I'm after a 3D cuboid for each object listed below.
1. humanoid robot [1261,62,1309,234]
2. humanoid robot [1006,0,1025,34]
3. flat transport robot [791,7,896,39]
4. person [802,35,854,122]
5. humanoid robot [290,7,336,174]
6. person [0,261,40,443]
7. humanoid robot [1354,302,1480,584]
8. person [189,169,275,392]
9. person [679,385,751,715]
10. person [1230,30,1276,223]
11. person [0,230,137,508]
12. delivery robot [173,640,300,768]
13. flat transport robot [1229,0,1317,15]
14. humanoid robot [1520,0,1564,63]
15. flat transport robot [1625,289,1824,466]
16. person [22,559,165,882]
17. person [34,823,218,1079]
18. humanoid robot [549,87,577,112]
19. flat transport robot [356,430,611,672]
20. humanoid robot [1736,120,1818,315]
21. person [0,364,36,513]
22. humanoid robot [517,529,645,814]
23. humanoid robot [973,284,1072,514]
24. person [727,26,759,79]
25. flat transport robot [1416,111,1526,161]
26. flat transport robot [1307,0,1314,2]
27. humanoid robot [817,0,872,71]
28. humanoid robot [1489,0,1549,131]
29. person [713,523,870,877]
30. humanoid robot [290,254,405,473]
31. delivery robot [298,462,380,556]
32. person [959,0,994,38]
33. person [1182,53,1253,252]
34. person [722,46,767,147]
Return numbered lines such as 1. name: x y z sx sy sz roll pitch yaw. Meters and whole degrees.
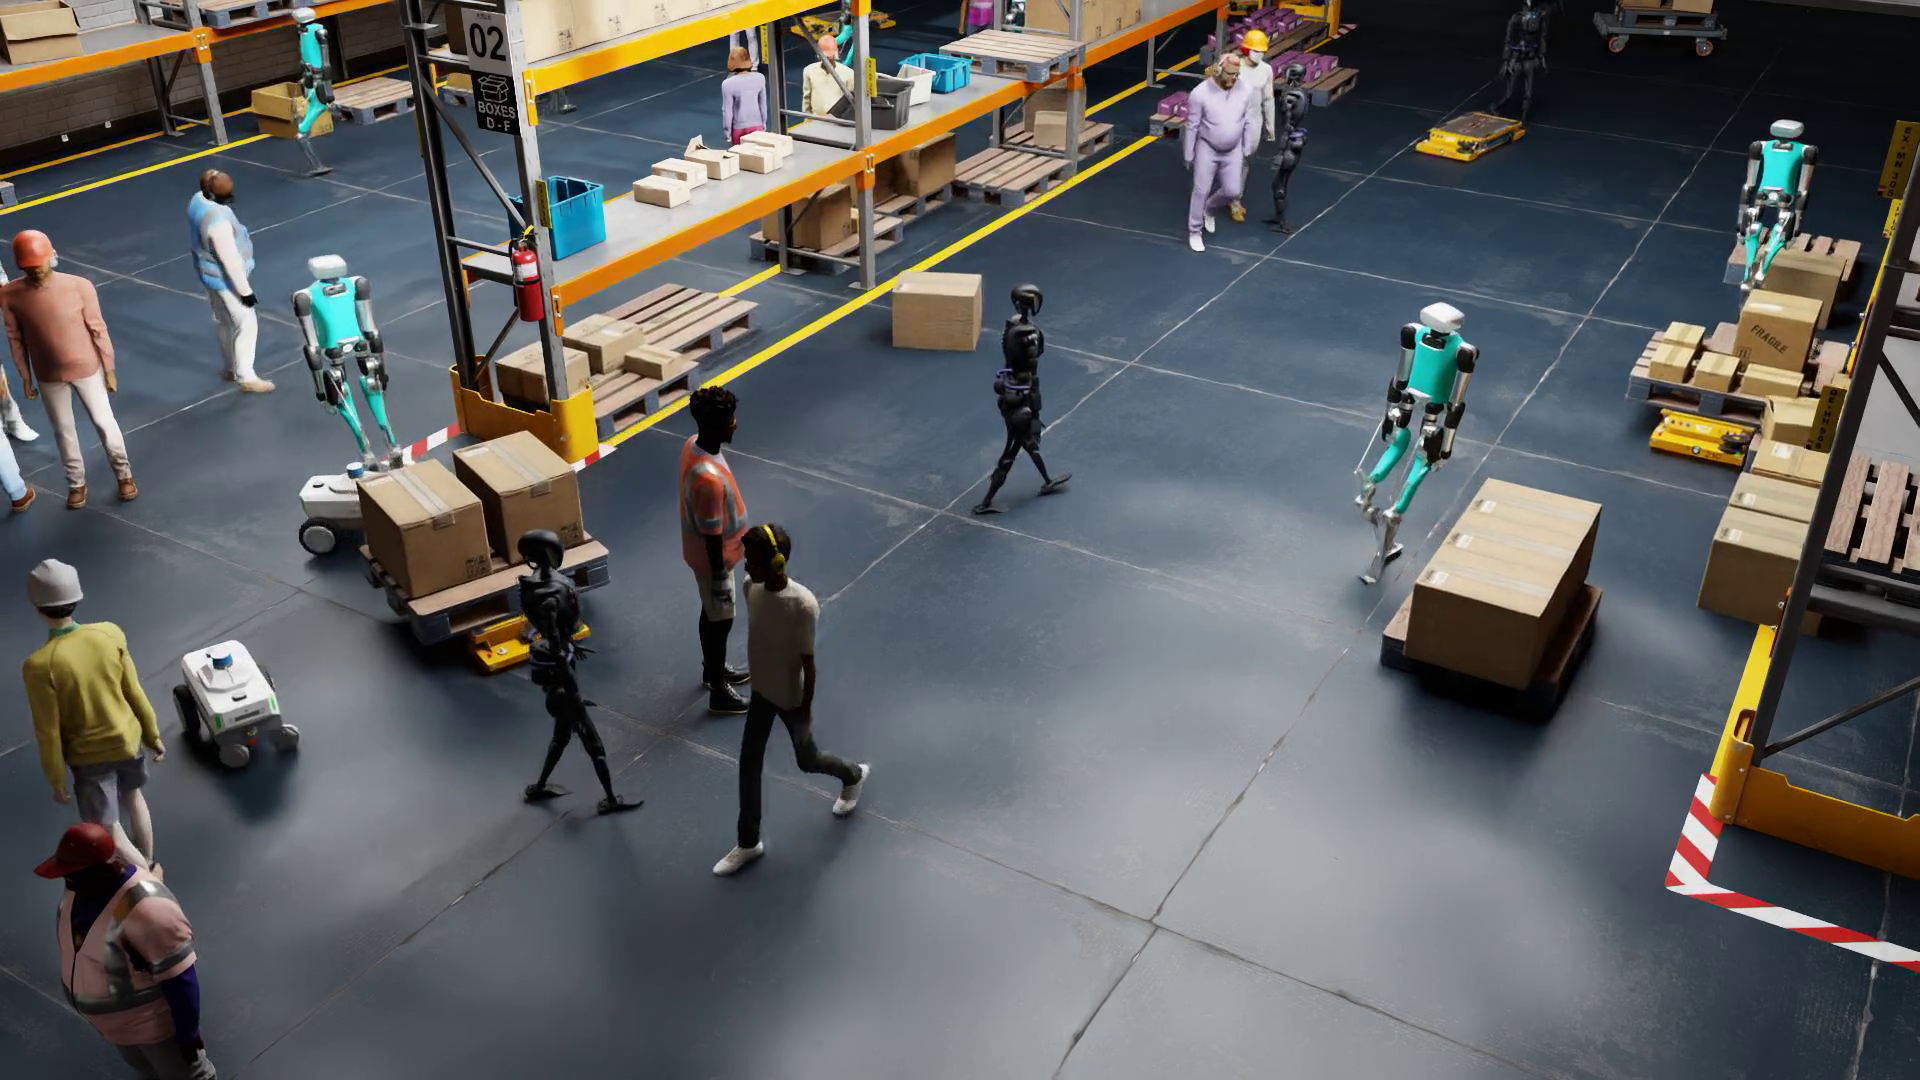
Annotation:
1. humanoid robot: 3.171 -3.834 16.294 0.399 1.652 0.608 9 31 15
2. humanoid robot: 0.699 -6.299 20.593 0.536 1.794 0.684 13 32 21
3. flat transport robot: -1.699 -7.552 24.301 1.431 0.231 0.659 -22 36 -34
4. person: -1.341 -4.291 17.031 0.565 1.743 0.338 5 30 9
5. humanoid robot: -7.057 -4.719 17.886 0.539 1.872 0.728 24 37 36
6. person: -7.112 -1.619 12.142 0.758 1.900 0.621 10 31 17
7. humanoid robot: 2.746 -0.527 10.484 0.801 1.884 0.554 -23 37 -34
8. person: -5.749 -2.057 13.038 0.433 1.807 0.785 -22 36 -33
9. person: -1.334 0.061 9.123 0.369 1.958 0.595 -6 30 -10
10. person: 2.882 -4.108 16.580 0.613 1.872 0.714 -9 31 -16
11. person: -6.031 -1.146 11.236 0.611 1.984 0.407 -8 31 -14
12. delivery robot: -3.992 0.854 9.134 0.521 0.588 0.759 -20 35 -31
13. flat transport robot: 4.686 -8.216 25.475 1.431 0.231 0.659 -5 30 -9
14. humanoid robot: 7.841 -7.226 22.337 0.586 1.651 0.564 -14 32 -23
15. flat transport robot: 5.750 -0.978 12.672 0.659 0.231 1.431 16 33 27
16. person: -3.911 0.988 7.603 0.623 1.853 0.563 17 34 28
17. person: -3.106 1.775 6.292 0.613 1.755 0.419 17 33 27
18. humanoid robot: -4.893 -5.972 20.123 0.545 1.892 0.716 20 35 31
19. flat transport robot: -2.920 0.339 10.342 0.659 0.231 1.431 -21 35 -32
20. humanoid robot: 6.769 -2.590 14.051 0.574 1.772 0.894 19 35 30
21. person: -6.716 -1.076 11.094 0.611 1.993 0.393 -12 32 -20
22. humanoid robot: -1.986 0.645 8.400 0.611 1.644 0.606 -7 30 -13
23. humanoid robot: 0.453 -0.958 11.243 0.772 1.621 0.614 -9 31 -15
24. person: -2.839 -6.962 21.549 0.496 1.951 0.419 2 30 4
25. flat transport robot: 5.912 -4.663 19.190 0.659 0.231 1.431 24 37 36
26. flat transport robot: 4.922 -8.693 26.319 1.431 0.231 0.659 23 37 34
27. humanoid robot: -1.441 -6.307 20.633 1.026 1.739 0.535 -24 37 -36
28. humanoid robot: 6.598 -5.678 19.600 0.607 1.659 0.549 -9 31 -15
29. person: -0.836 0.730 8.069 0.518 1.820 0.917 22 36 33
30. humanoid robot: -4.006 -0.988 11.228 0.555 1.803 0.735 -26 39 -38
31. delivery robot: -4.005 -0.221 11.057 0.788 0.610 0.499 -1 29 -1
32. person: 0.277 -6.507 20.880 0.572 1.841 0.388 2 30 4
33. person: 2.442 -3.717 15.877 0.721 1.879 0.513 -9 31 -15
34. person: -2.197 -4.222 17.031 0.499 1.628 0.280 -18 34 -29
